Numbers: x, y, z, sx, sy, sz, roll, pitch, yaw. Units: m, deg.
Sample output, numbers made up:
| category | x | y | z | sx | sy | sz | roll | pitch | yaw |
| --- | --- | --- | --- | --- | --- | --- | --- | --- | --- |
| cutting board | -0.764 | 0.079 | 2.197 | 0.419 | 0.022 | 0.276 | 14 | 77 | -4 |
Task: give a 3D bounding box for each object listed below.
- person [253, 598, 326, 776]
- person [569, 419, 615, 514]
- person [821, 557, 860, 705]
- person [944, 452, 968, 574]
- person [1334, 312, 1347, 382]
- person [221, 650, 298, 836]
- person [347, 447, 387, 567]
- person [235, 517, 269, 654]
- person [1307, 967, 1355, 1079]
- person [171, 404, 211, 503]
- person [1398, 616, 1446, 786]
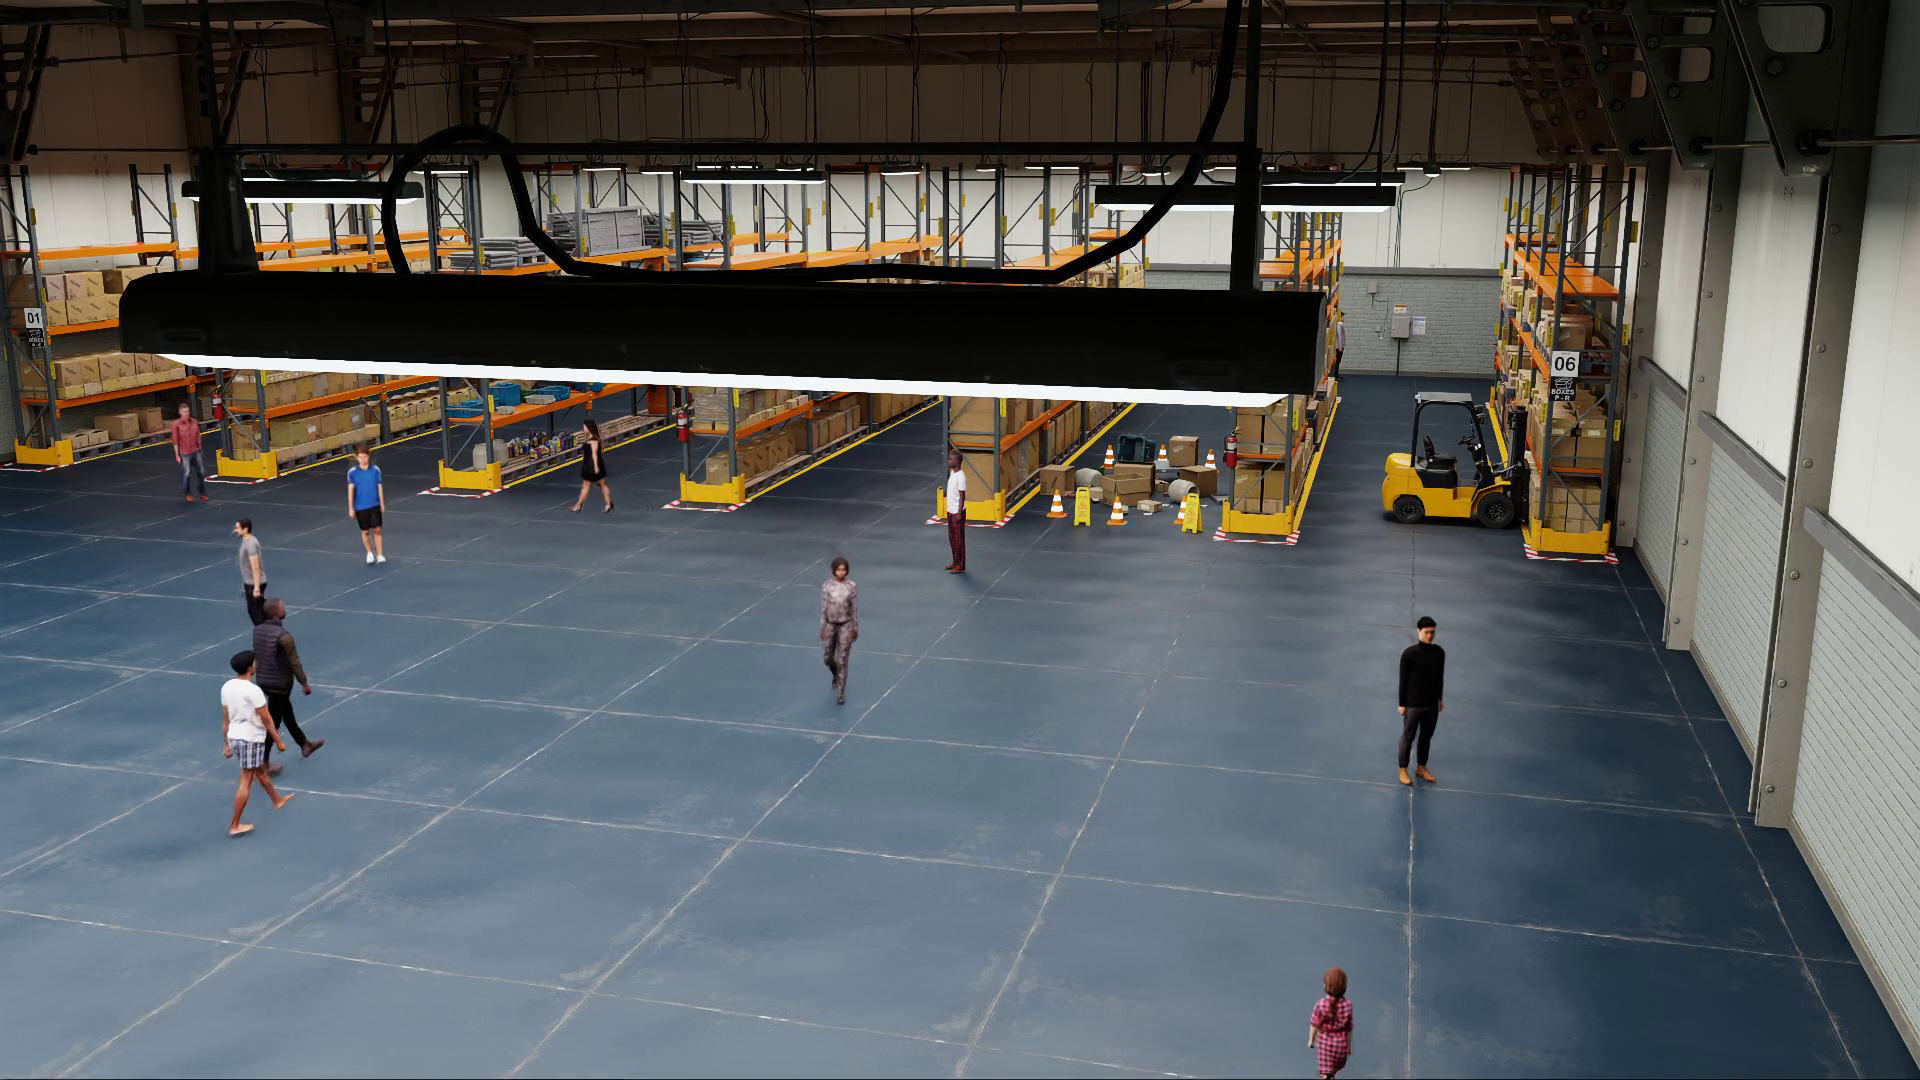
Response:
| category | x | y | z | sx | sy | sz | roll | pitch | yaw |
| --- | --- | --- | --- | --- | --- | --- | --- | --- | --- |
| person | -7.022 | 1.521 | 16.896 | 0.968 | 1.793 | 1.203 | 9 | 16 | 35 |
| person | -6.311 | -1.257 | 29.137 | 0.935 | 1.683 | 1.031 | -1 | 13 | -6 |
| person | -1.399 | 1.023 | 19.245 | 0.719 | 1.705 | 0.854 | 0 | 13 | -2 |
| person | -0.050 | -0.433 | 25.242 | 0.793 | 1.835 | 0.671 | -4 | 14 | -17 |
| person | 10.640 | -5.444 | 46.687 | 0.806 | 1.923 | 0.582 | 2 | 13 | 10 |
| person | -6.682 | 1.911 | 15.434 | 0.854 | 1.693 | 1.142 | 8 | 16 | 32 |
| person | -9.150 | -0.532 | 25.663 | 1.081 | 1.838 | 1.184 | -6 | 14 | -24 |
| person | -8.976 | 0.559 | 21.165 | 0.972 | 1.741 | 0.905 | -7 | 15 | -27 |
| person | 2.439 | 3.309 | 10.913 | 0.563 | 1.010 | 0.779 | 0 | 13 | -2 |
| person | -14.096 | -1.590 | 30.295 | 0.959 | 1.810 | 0.909 | 12 | 17 | 41 |
| person | 4.641 | 1.595 | 16.733 | 0.723 | 1.723 | 0.713 | -4 | 14 | -16 |
